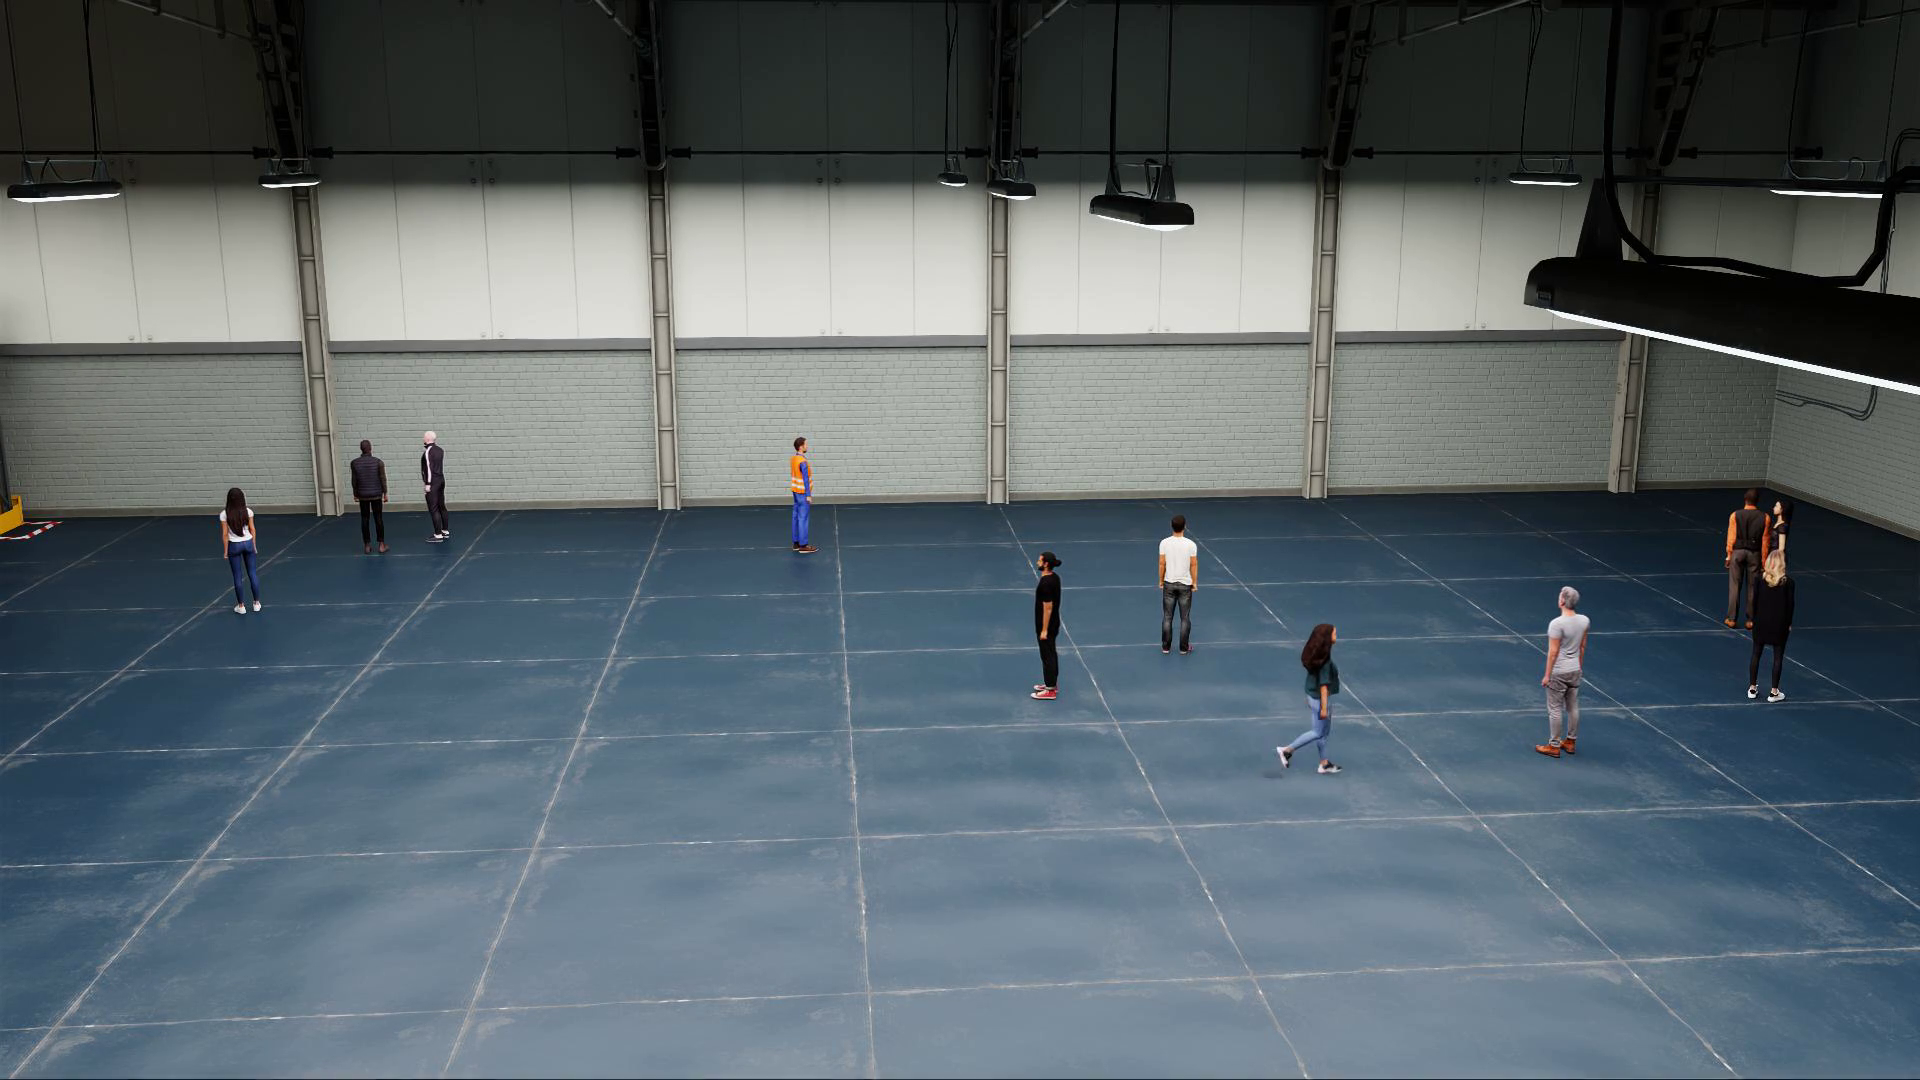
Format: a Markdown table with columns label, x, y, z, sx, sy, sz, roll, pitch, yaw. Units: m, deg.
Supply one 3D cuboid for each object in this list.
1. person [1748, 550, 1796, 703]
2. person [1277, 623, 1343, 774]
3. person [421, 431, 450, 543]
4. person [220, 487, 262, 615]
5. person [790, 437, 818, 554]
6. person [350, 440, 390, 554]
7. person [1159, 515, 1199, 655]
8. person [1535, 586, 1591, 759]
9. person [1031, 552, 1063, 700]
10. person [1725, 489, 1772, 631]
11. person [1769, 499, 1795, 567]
| label | x | y | z | sx | sy | sz | roll | pitch | yaw |
| --- | --- | --- | --- | --- | --- | --- | --- | --- | --- |
| person | 9.492 | 0.992 | 19.472 | 0.681 | 1.802 | 0.739 | 11 | 17 | 39 |
| person | 3.621 | 1.647 | 17.087 | 0.908 | 1.604 | 0.584 | -1 | 13 | -5 |
| person | -8.709 | -0.902 | 27.581 | 0.648 | 1.836 | 0.733 | 2 | 13 | 7 |
| person | -10.042 | 0.138 | 23.226 | 0.614 | 1.774 | 0.729 | -9 | 16 | -34 |
| person | -2.556 | -0.742 | 26.822 | 0.755 | 1.864 | 0.771 | -7 | 15 | -28 |
| person | -9.496 | -0.711 | 26.756 | 0.489 | 1.835 | 0.743 | -1 | 13 | -5 |
| person | 2.788 | 0.560 | 21.336 | 0.600 | 1.804 | 0.769 | 4 | 14 | 15 |
| person | 6.423 | 1.395 | 17.678 | 0.642 | 1.828 | 0.824 | -7 | 15 | -27 |
| person | 1.040 | 0.992 | 19.574 | 0.670 | 1.758 | 0.693 | 3 | 13 | 12 |
| person | 10.618 | 0.248 | 22.452 | 0.720 | 1.907 | 0.847 | 5 | 14 | 22 |
| person | 11.019 | 0.314 | 22.422 | 0.606 | 1.792 | 0.646 | 4 | 14 | 16 |
